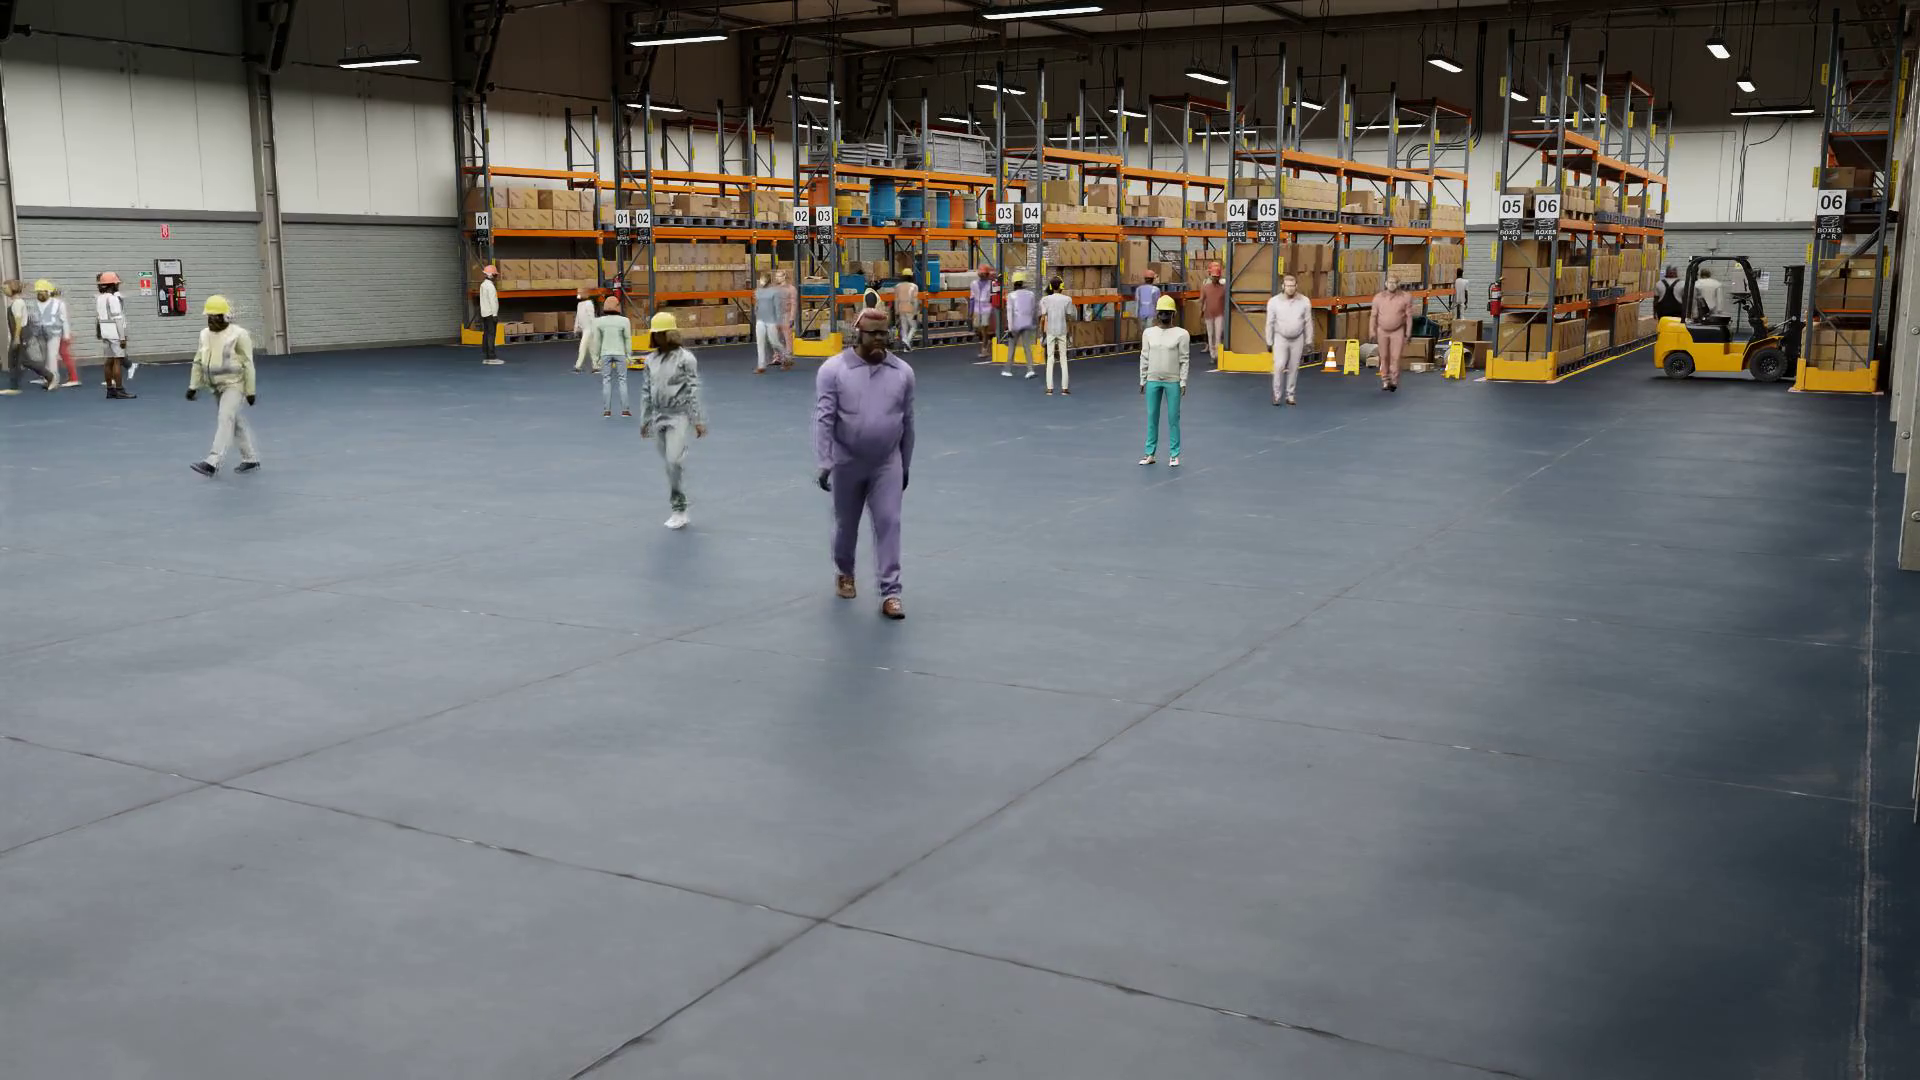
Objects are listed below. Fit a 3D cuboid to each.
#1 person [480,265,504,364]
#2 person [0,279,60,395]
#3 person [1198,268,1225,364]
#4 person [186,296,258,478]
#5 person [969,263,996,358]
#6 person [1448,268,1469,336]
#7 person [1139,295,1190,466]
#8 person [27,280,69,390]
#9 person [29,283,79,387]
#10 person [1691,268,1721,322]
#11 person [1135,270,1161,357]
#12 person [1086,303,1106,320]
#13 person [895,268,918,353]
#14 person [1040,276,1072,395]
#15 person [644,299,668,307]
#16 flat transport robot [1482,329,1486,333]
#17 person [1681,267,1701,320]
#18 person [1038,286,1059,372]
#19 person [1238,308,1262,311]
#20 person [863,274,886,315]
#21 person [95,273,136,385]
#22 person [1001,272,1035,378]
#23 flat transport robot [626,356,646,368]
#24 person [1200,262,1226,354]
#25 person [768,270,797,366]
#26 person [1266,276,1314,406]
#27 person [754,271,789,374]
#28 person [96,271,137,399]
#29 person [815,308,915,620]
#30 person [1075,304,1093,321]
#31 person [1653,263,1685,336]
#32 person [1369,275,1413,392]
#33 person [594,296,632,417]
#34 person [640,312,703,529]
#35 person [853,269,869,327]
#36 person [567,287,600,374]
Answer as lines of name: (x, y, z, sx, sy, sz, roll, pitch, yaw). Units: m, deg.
person: (-9.473, -4.545, 33.587, 0.393, 1.990, 0.617, -7, 12, -34)
person: (-14.733, -3.190, 26.177, 0.800, 1.827, 0.520, -8, 13, -40)
person: (5.154, -4.538, 33.712, 0.614, 1.947, 1.014, 3, 10, 18)
person: (-7.321, -1.505, 16.412, 0.585, 1.773, 0.938, 5, 11, 25)
person: (0.505, -4.916, 35.661, 0.637, 2.030, 0.572, 5, 11, 26)
person: (13.339, -6.343, 44.513, 0.515, 1.860, 0.326, 2, 10, 12)
person: (2.117, -1.647, 17.280, 0.525, 1.772, 0.306, 4, 11, 23)
person: (-14.908, -3.338, 27.129, 0.612, 1.781, 0.930, -1, 10, -6)
person: (-15.146, -3.400, 27.643, 0.821, 1.724, 0.546, -5, 11, -26)
person: (17.077, -5.292, 38.238, 0.638, 1.892, 0.936, 0, 10, -2)
person: (3.996, -4.782, 35.301, 0.564, 1.889, 1.006, 5, 11, 25)
person: (3.678, -6.300, 44.497, 0.765, 1.802, 0.565, -4, 11, -24)
person: (-1.190, -5.169, 37.475, 0.592, 1.912, 0.439, 4, 11, 24)
person: (1.513, -3.217, 26.193, 0.512, 1.866, 0.330, 1, 10, 4)
person: (-7.522, -5.853, 41.497, 0.579, 1.903, 0.872, 4, 11, 23)
flat transport robot: (14.096, -5.816, 46.063, 0.652, 0.197, 1.431, 5, 11, 27)
person: (17.741, -5.658, 40.249, 0.639, 1.936, 0.654, -9, 13, -43)
person: (1.692, -3.945, 30.987, 0.543, 1.687, 0.471, 3, 10, 18)
person: (7.400, -6.071, 42.601, 0.643, 1.963, 0.585, 6, 11, 31)
person: (-1.572, -3.937, 30.474, 0.429, 1.843, 0.627, 0, 10, -1)
person: (-14.416, -3.597, 28.365, 0.598, 1.897, 0.693, 5, 11, 27)
person: (1.070, -3.859, 29.873, 0.590, 1.893, 0.853, -4, 11, -24)
flat transport robot: (-5.976, -3.496, 32.482, 0.652, 0.197, 1.431, 7, 12, 35)
person: (5.661, -5.164, 37.081, 0.607, 2.039, 0.395, 6, 12, 33)
person: (-3.546, -4.414, 33.074, 0.640, 1.909, 0.409, 6, 11, 31)
person: (4.818, -2.890, 24.238, 0.668, 1.883, 0.707, 0, 10, 0)
person: (-3.552, -4.070, 31.057, 0.637, 1.913, 0.847, 5, 11, 29)
person: (-12.907, -3.118, 25.382, 0.545, 1.942, 0.353, 7, 12, 34)
person: (-0.586, -0.501, 10.283, 0.643, 1.868, 0.964, -2, 10, -13)
person: (3.391, -6.445, 45.170, 0.624, 1.841, 0.430, 8, 12, 37)
person: (15.632, -5.092, 36.653, 0.687, 2.000, 0.792, 5, 11, 29)
person: (6.890, -3.307, 26.692, 0.674, 1.864, 0.931, 4, 10, 21)
person: (-4.701, -2.479, 22.541, 0.501, 1.633, 0.281, -1, 10, -4)
person: (-2.350, -0.948, 13.284, 0.519, 1.723, 0.568, 5, 11, 26)
person: (-2.392, -5.658, 40.526, 0.522, 1.856, 0.535, 5, 11, 25)
person: (-7.011, -3.867, 30.744, 0.780, 1.596, 0.529, -7, 12, -36)
